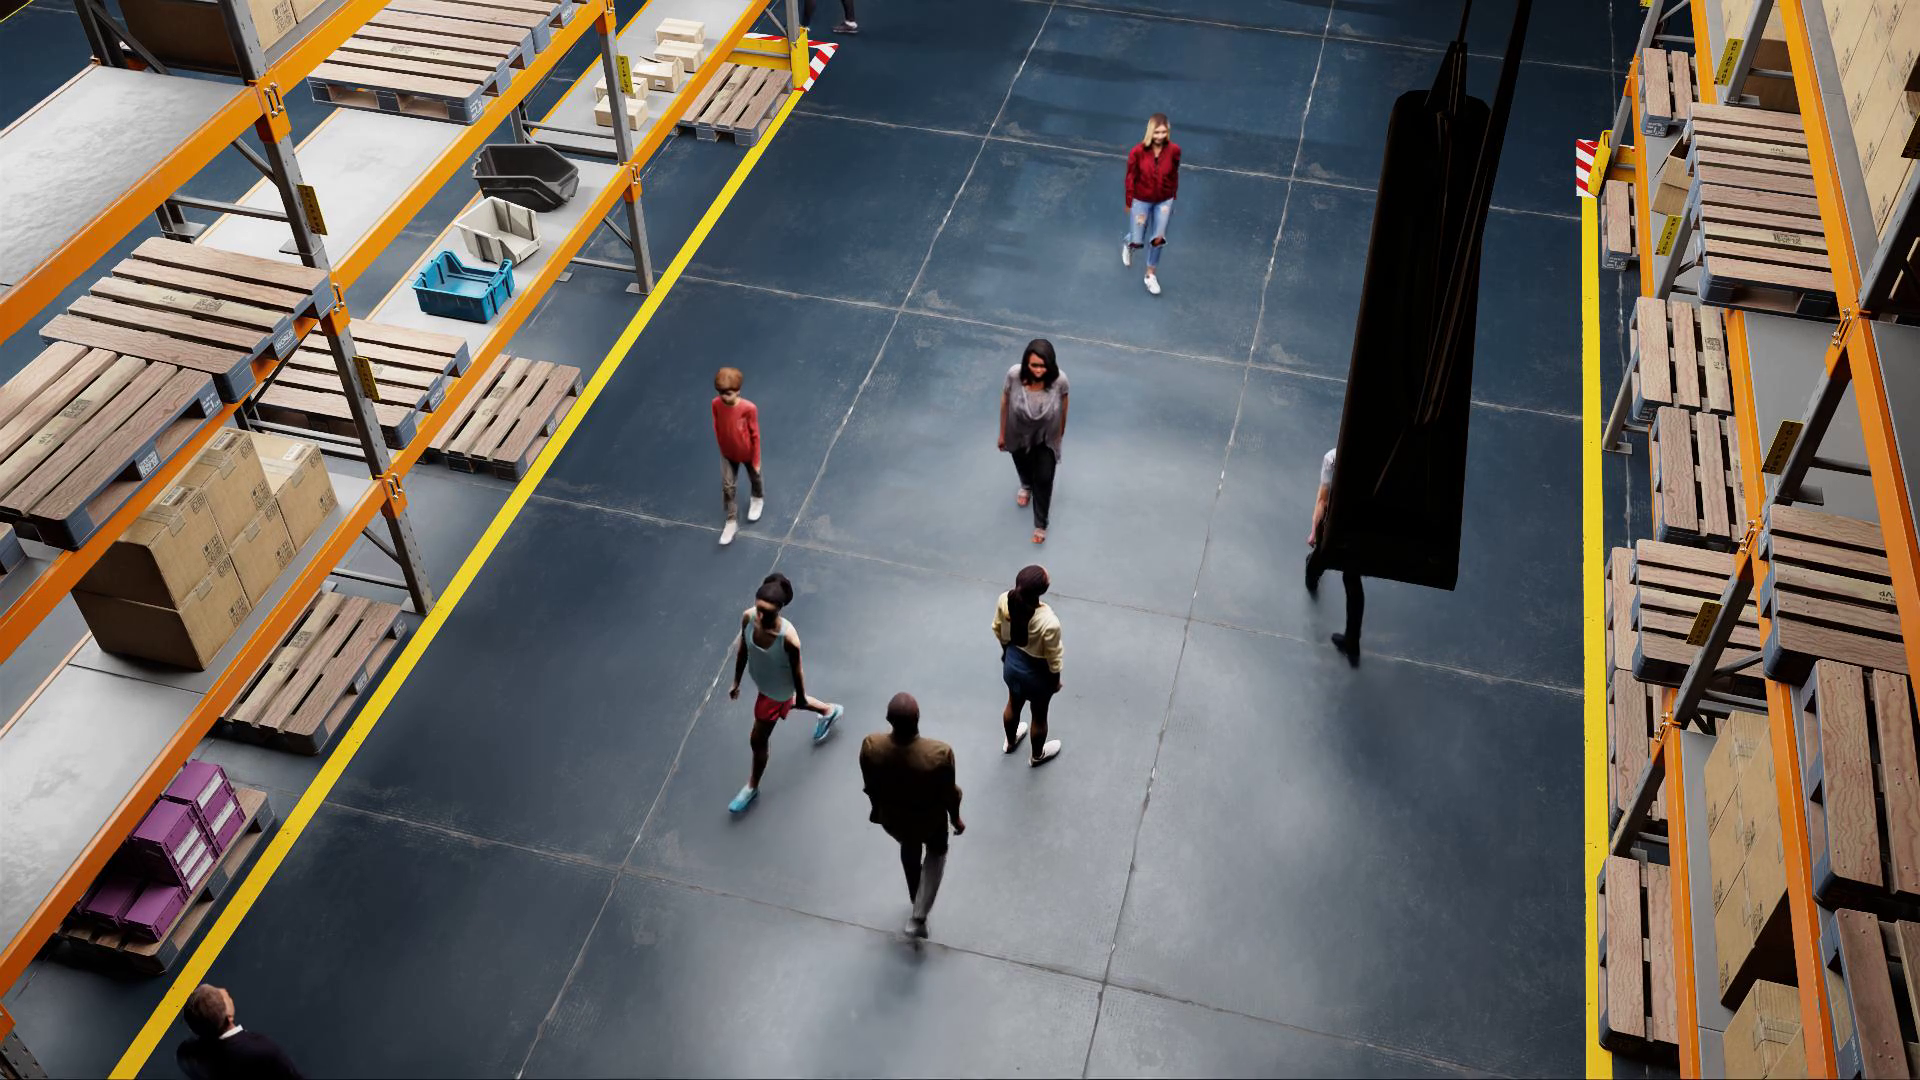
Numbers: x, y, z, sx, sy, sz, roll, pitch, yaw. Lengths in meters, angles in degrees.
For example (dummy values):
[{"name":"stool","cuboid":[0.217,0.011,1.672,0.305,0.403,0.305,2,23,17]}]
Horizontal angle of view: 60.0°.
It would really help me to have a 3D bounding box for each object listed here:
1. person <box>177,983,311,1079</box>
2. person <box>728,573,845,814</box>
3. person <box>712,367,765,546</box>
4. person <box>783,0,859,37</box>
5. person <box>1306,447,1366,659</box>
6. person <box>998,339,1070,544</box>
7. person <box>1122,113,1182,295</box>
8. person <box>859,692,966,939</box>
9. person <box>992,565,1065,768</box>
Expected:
[{"name":"person","cuboid":[-3.389,2.790,8.025,0.702,1.790,1.090,8,44,8]},{"name":"person","cuboid":[-1.072,0.838,10.128,0.990,1.717,1.298,34,53,30]},{"name":"person","cuboid":[-1.558,-0.694,11.968,0.550,1.396,0.803,7,44,7]},{"name":"person","cuboid":[-1.285,-6.108,17.356,0.903,1.804,1.024,3,44,3]},{"name":"person","cuboid":[2.581,-0.020,10.954,0.965,1.819,1.294,-6,44,-6]},{"name":"person","cuboid":[0.526,-0.835,11.981,0.634,1.581,0.918,8,44,9]},{"name":"person","cuboid":[1.615,-2.901,14.122,0.793,1.620,0.920,-7,44,-7]},{"name":"person","cuboid":[-0.276,1.598,9.264,0.720,1.808,0.793,13,45,13]},{"name":"person","cuboid":[0.424,0.772,10.258,0.715,1.632,0.693,28,50,26]}]
